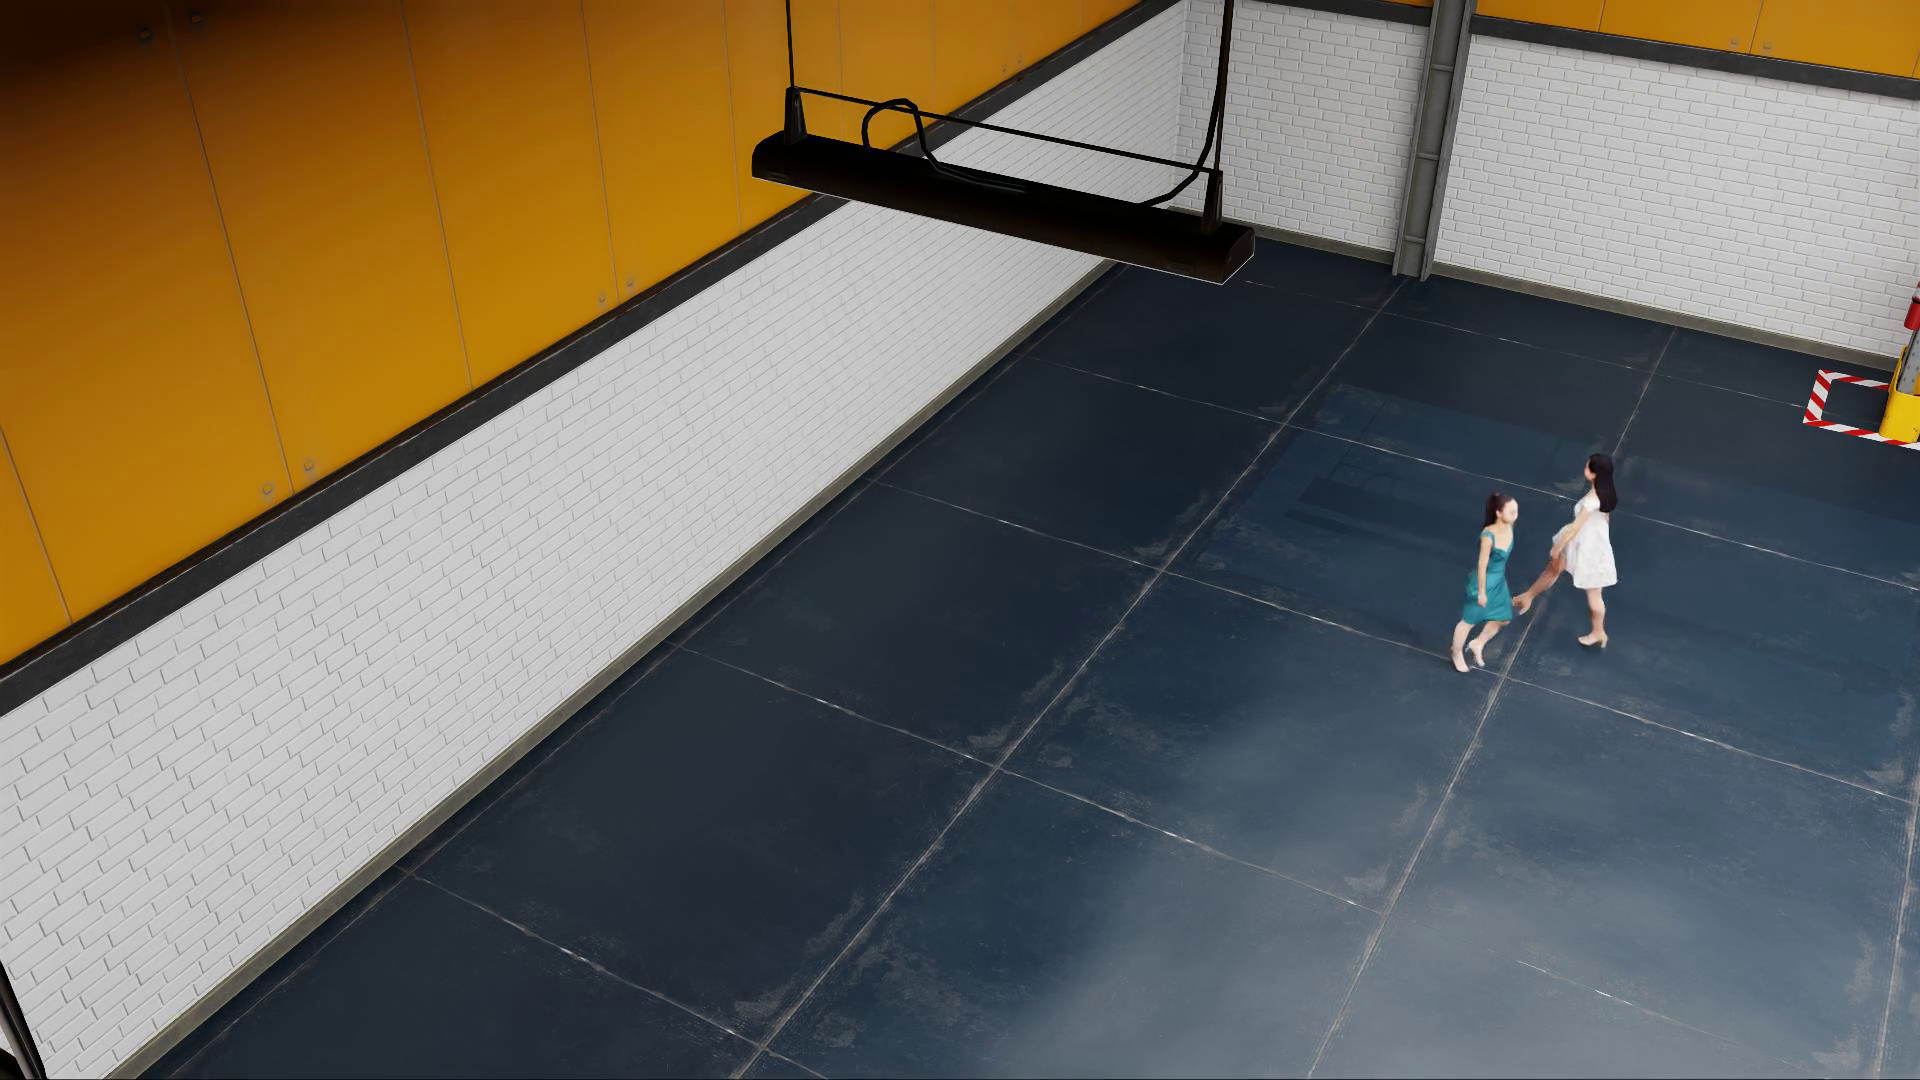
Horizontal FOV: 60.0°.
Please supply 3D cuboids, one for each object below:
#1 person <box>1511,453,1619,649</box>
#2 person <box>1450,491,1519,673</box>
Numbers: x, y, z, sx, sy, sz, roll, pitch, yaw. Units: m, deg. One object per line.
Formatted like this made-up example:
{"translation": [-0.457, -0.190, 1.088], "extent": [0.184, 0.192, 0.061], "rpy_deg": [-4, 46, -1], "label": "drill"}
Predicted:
{"translation": [5.066, 0.145, 13.232], "extent": [1.142, 1.736, 0.685], "rpy_deg": [23, 40, 30], "label": "person"}
{"translation": [4.050, 0.323, 13.021], "extent": [0.664, 1.673, 0.724], "rpy_deg": [-21, 39, -28], "label": "person"}
